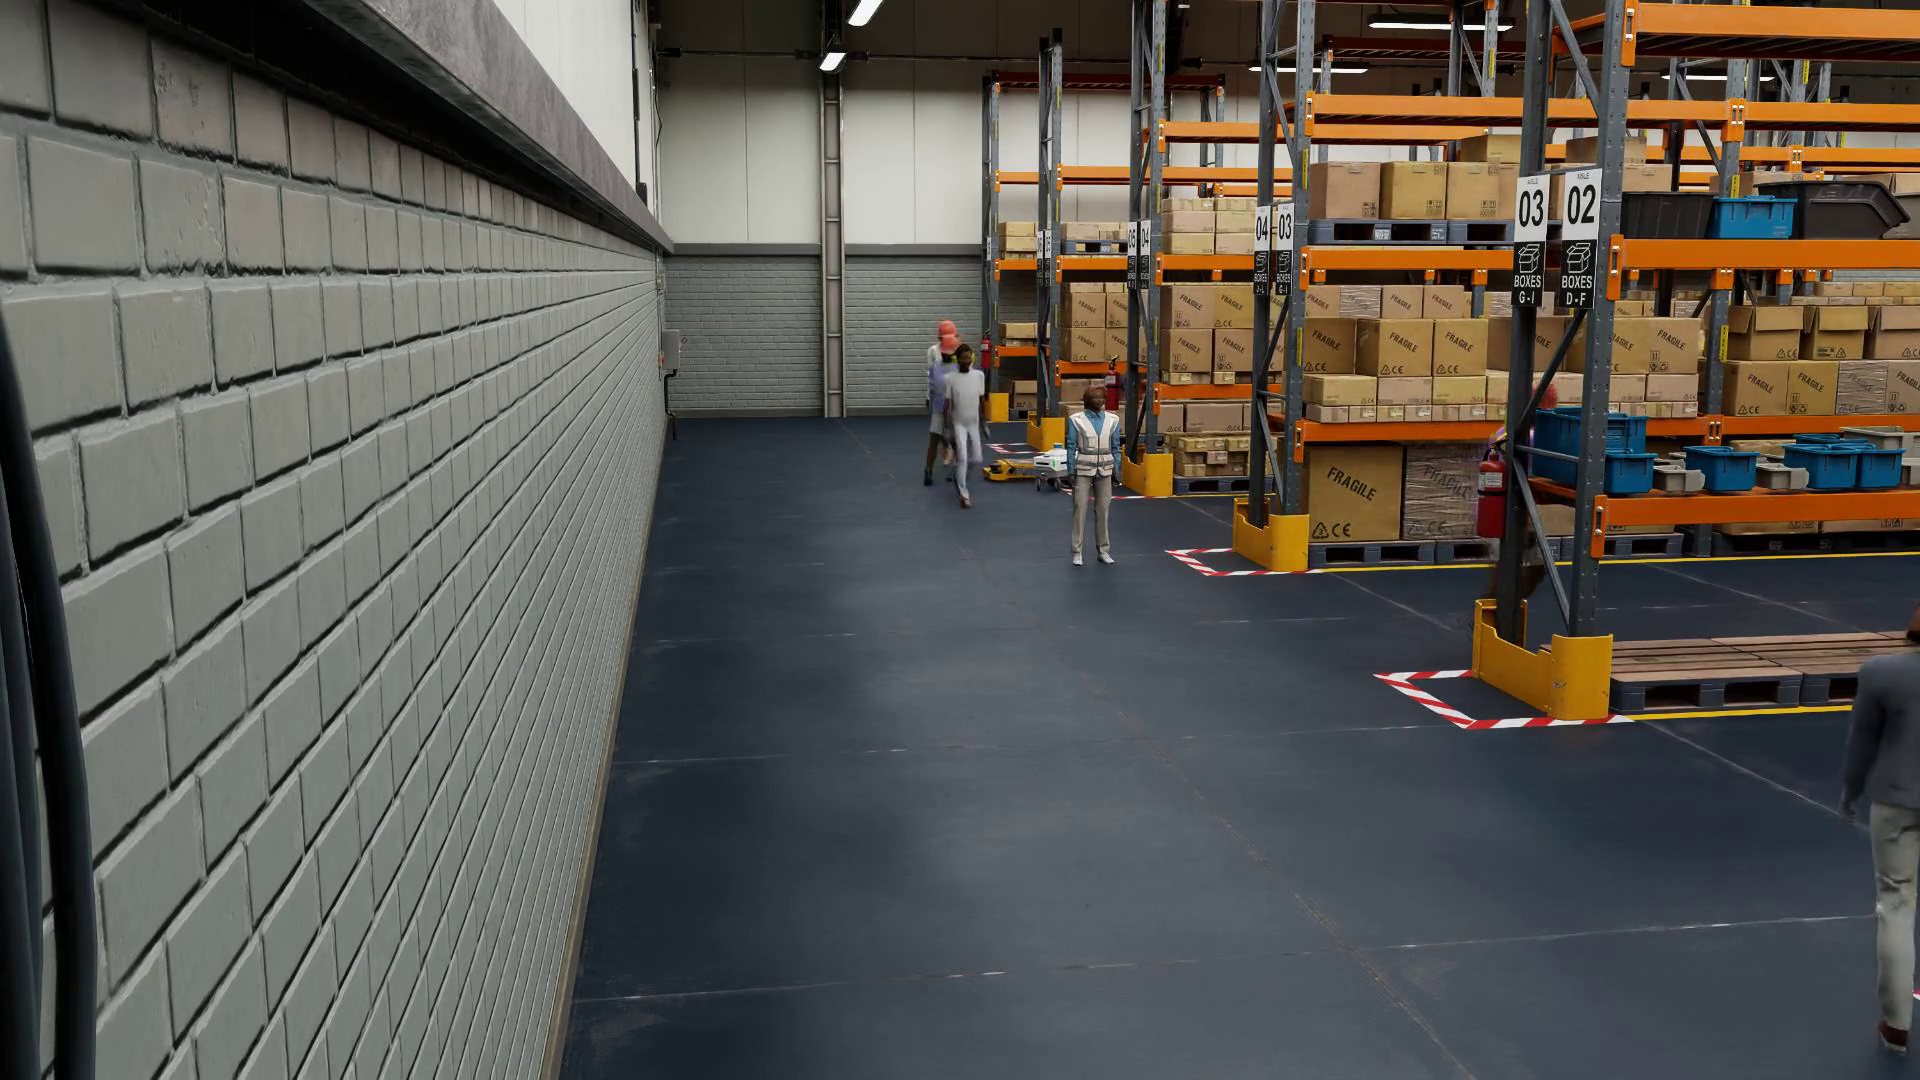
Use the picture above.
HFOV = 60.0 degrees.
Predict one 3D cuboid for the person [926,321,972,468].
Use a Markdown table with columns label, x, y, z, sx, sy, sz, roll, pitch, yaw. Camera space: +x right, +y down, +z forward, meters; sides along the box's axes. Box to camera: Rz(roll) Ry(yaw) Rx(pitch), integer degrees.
| label | x | y | z | sx | sy | sz | roll | pitch | yaw |
| --- | --- | --- | --- | --- | --- | --- | --- | --- | --- |
| person | -0.147 | -1.937 | 22.245 | 0.666 | 1.990 | 0.550 | 2 | 9 | 13 |

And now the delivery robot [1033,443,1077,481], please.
| label | x | y | z | sx | sy | sz | roll | pitch | yaw |
| --- | --- | --- | --- | --- | --- | --- | --- | --- | --- |
| delivery robot | 1.183 | -0.929 | 20.160 | 0.477 | 0.478 | 0.707 | 6 | 11 | 34 |

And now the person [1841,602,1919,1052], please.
| label | x | y | z | sx | sy | sz | roll | pitch | yaw |
| --- | --- | --- | --- | --- | --- | --- | --- | --- | --- |
| person | 3.369 | 0.918 | 5.807 | 0.520 | 1.599 | 0.761 | 6 | 11 | 31 |

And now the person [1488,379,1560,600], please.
| label | x | y | z | sx | sy | sz | roll | pitch | yaw |
| --- | --- | --- | --- | --- | --- | --- | --- | --- | --- |
| person | 3.876 | -0.163 | 11.537 | 0.400 | 1.910 | 0.586 | -4 | 10 | -23 |

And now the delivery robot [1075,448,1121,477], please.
| label | x | y | z | sx | sy | sz | roll | pitch | yaw |
| --- | --- | --- | --- | --- | --- | --- | --- | --- | --- |
| delivery robot | 1.640 | -0.986 | 20.511 | 0.477 | 0.478 | 0.707 | -9 | 13 | -43 |

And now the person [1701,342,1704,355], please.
| label | x | y | z | sx | sy | sz | roll | pitch | yaw |
| --- | --- | --- | --- | --- | --- | --- | --- | --- | --- |
| person | 8.763 | -1.453 | 19.630 | 0.979 | 1.881 | 0.594 | -1 | 9 | -6 |

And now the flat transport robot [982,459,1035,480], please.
| label | x | y | z | sx | sy | sz | roll | pitch | yaw |
| --- | --- | --- | --- | --- | --- | --- | --- | --- | --- |
| flat transport robot | 1.040 | -0.912 | 21.214 | 1.431 | 0.197 | 0.652 | -1 | 9 | -8 |

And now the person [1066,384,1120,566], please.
| label | x | y | z | sx | sy | sz | roll | pitch | yaw |
| --- | --- | --- | --- | --- | --- | --- | --- | --- | --- |
| person | 1.203 | -0.590 | 15.020 | 0.517 | 1.641 | 0.308 | -3 | 10 | -15 |

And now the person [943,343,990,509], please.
| label | x | y | z | sx | sy | sz | roll | pitch | yaw |
| --- | --- | --- | --- | --- | --- | --- | --- | --- | --- |
| person | 0.058 | -1.295 | 18.719 | 0.548 | 1.853 | 0.605 | -4 | 10 | -24 |

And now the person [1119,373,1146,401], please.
| label | x | y | z | sx | sy | sz | roll | pitch | yaw |
| --- | --- | --- | --- | --- | --- | --- | --- | --- | --- |
| person | 2.693 | -2.519 | 26.252 | 0.983 | 1.864 | 0.662 | -2 | 9 | -13 |

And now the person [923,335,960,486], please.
| label | x | y | z | sx | sy | sz | roll | pitch | yaw |
| --- | --- | --- | --- | --- | --- | --- | --- | --- | --- |
| person | -0.145 | -1.619 | 20.685 | 0.546 | 1.880 | 0.864 | 3 | 10 | 20 |
